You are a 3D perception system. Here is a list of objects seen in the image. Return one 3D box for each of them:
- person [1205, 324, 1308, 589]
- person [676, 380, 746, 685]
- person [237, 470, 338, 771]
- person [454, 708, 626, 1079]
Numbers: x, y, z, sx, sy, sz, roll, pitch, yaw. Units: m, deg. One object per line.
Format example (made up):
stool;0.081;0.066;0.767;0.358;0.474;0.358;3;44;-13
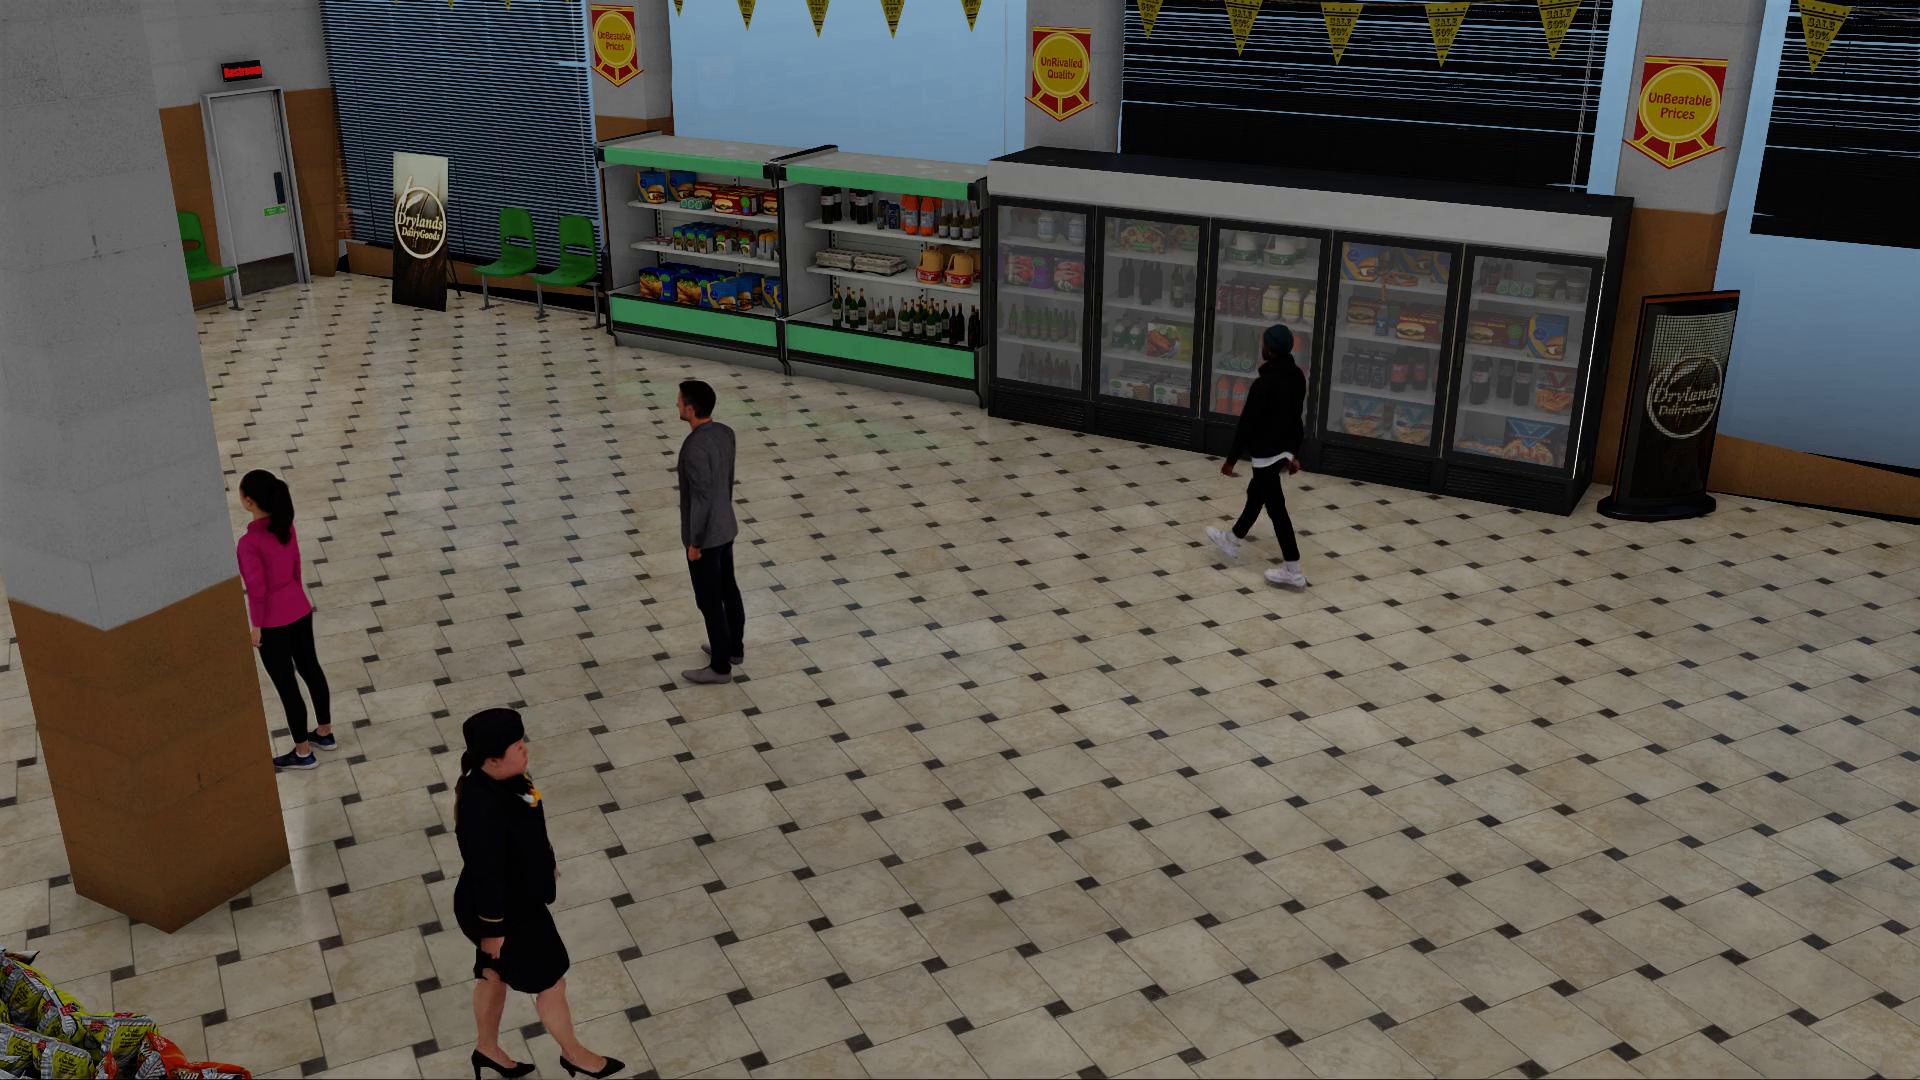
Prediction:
person;2.180;-0.530;11.252;1.234;1.774;0.886;19;29;40
person;-1.496;-0.053;9.934;0.686;1.872;0.740;5;23;13
person;-3.649;0.425;8.976;0.641;1.698;0.638;6;23;14
person;-1.858;1.439;6.508;1.035;1.656;0.964;-3;22;-6
